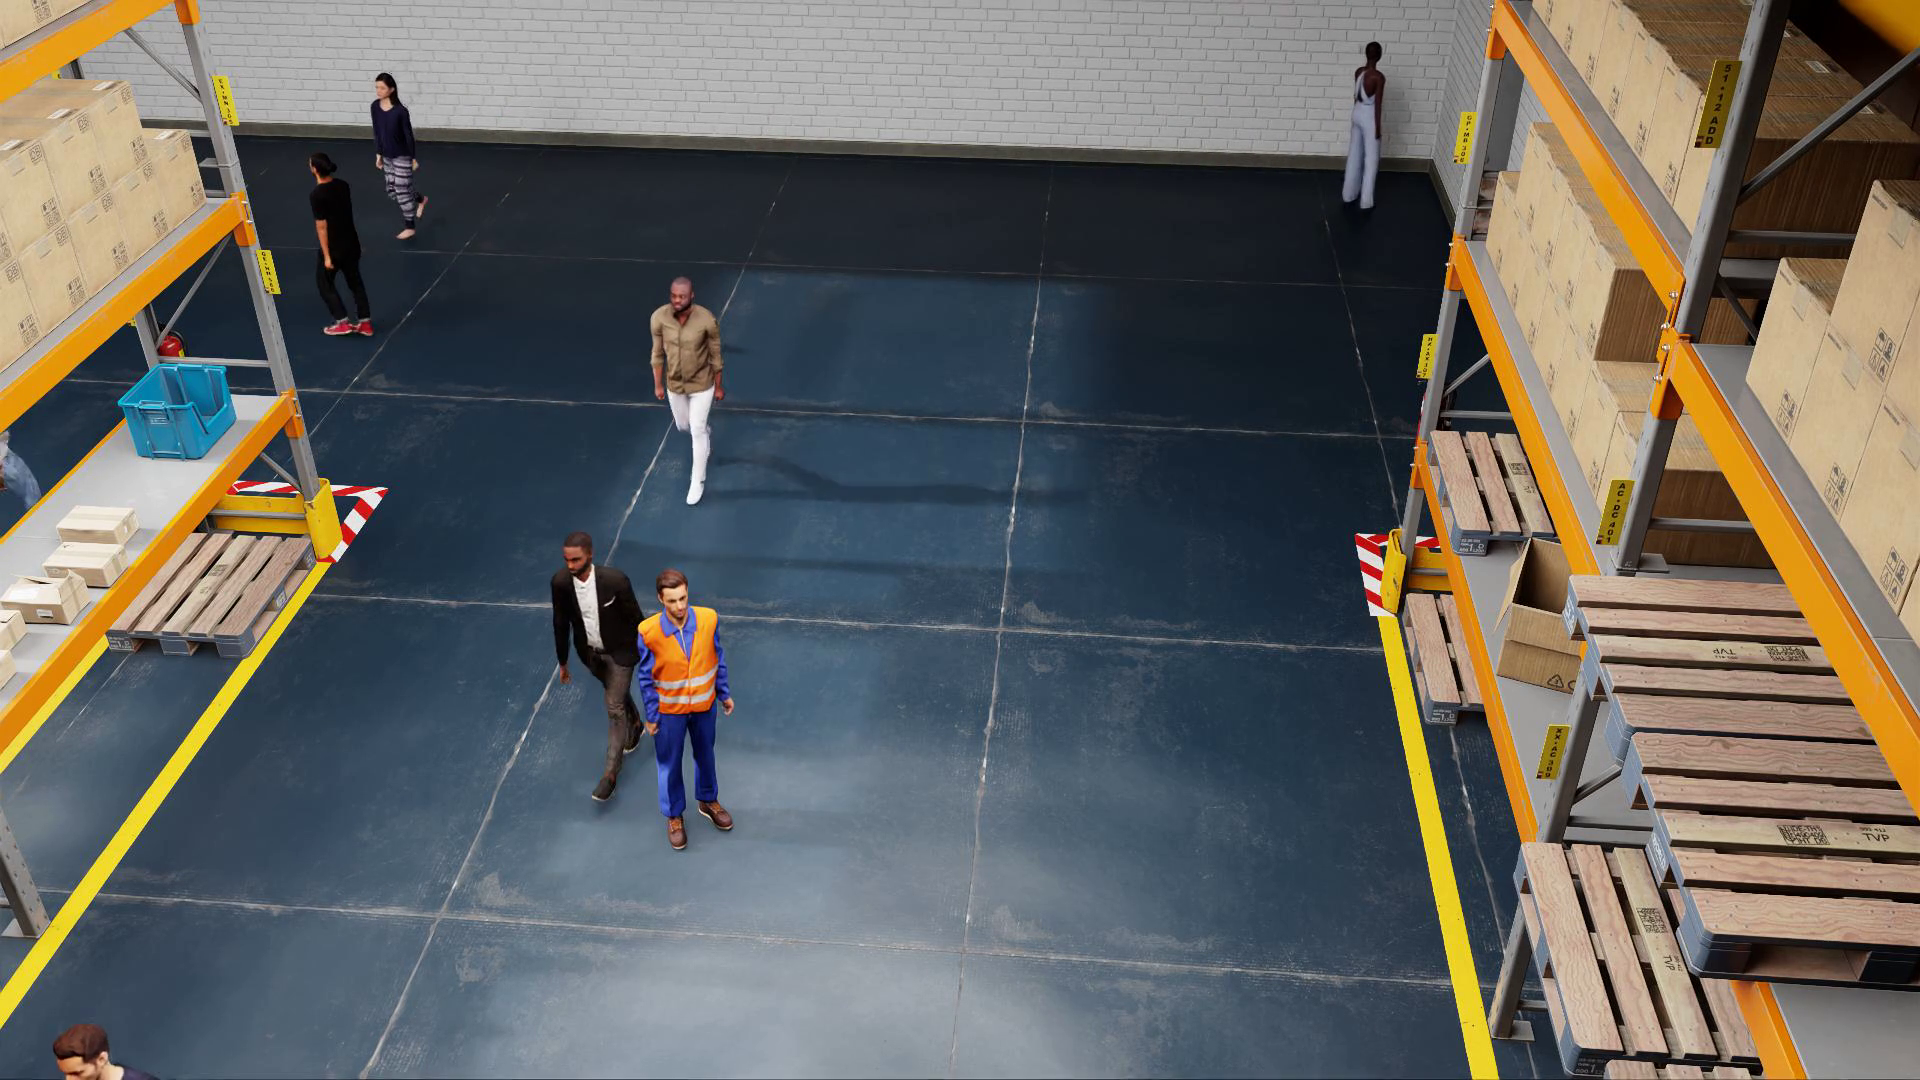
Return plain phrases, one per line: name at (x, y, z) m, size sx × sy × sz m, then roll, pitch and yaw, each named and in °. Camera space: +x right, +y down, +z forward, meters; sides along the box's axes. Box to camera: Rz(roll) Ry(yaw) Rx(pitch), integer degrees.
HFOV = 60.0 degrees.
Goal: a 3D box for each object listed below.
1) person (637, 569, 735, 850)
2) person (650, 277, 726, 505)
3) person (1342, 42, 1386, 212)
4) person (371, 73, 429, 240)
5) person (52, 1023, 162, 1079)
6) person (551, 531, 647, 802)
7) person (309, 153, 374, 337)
person at (-1.589, 0.944, 9.602) m, size 0.790 × 1.863 × 0.808 m, roll -17°, pitch 37°, yaw -23°
person at (-2.082, -1.245, 12.951) m, size 0.773 × 1.801 × 1.049 m, roll 5°, pitch 34°, yaw 7°
person at (4.278, -4.411, 17.735) m, size 0.772 × 1.778 × 0.676 m, roll -18°, pitch 38°, yaw -25°
person at (-5.762, -3.997, 17.165) m, size 0.774 × 1.720 × 0.907 m, roll 14°, pitch 36°, yaw 20°
person at (-3.400, 2.643, 7.063) m, size 0.688 × 1.843 × 0.649 m, roll 5°, pitch 34°, yaw 8°
person at (-2.123, 0.635, 10.162) m, size 0.782 × 1.757 × 1.127 m, roll 6°, pitch 34°, yaw 9°
person at (-5.579, -2.647, 15.109) m, size 0.818 × 1.748 × 0.710 m, roll 12°, pitch 36°, yaw 18°
